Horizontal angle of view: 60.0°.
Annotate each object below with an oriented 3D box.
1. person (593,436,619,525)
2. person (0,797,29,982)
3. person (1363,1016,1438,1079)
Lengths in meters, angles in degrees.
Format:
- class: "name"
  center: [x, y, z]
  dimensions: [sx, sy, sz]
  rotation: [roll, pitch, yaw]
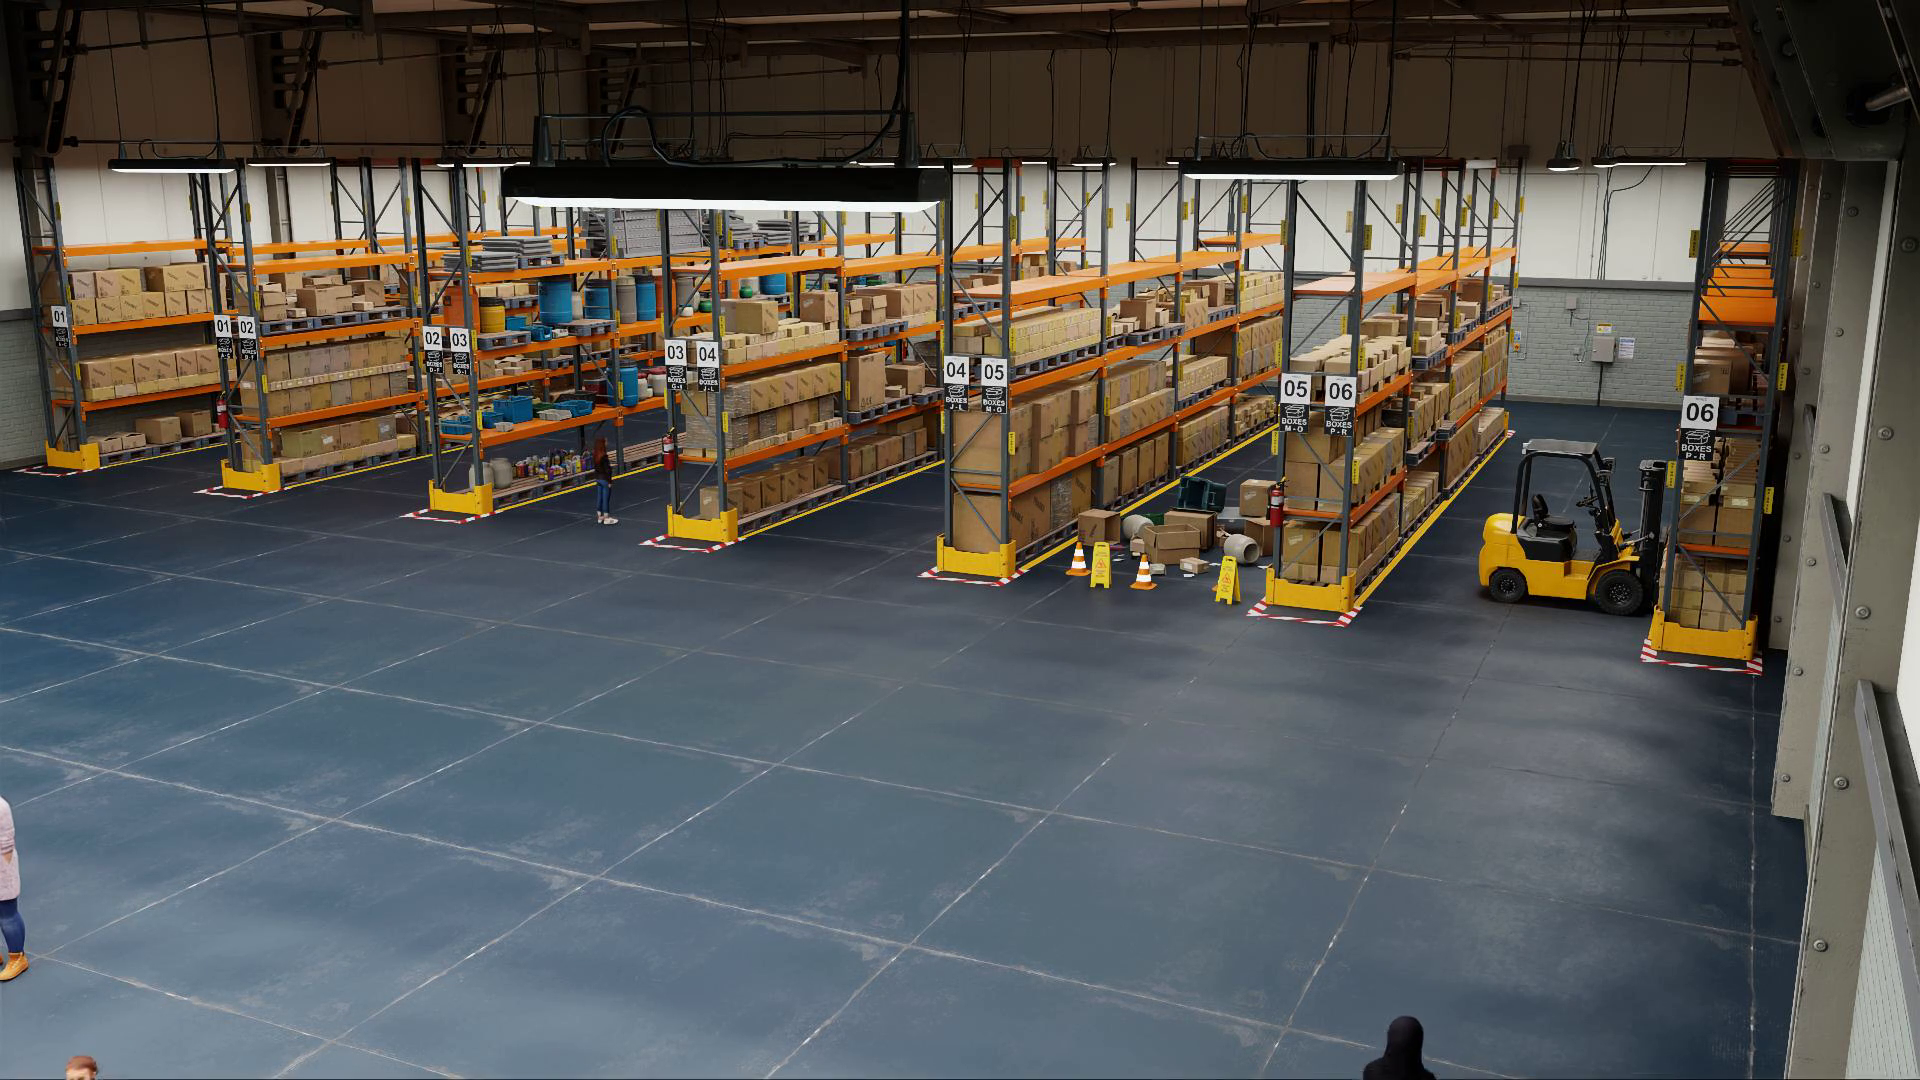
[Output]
- class: "person"
  center: [-5.981, -1.016, 27.870]
  dimensions: [0.616, 1.481, 0.624]
  rotation: [-13, 18, -44]
- class: "person"
  center: [-7.264, 2.429, 12.415]
  dimensions: [0.708, 1.740, 0.647]
  rotation: [4, 14, 18]
- class: "person"
  center: [2.293, 3.315, 8.879]
  dimensions: [0.624, 1.610, 1.036]
  rotation: [7, 15, 27]
